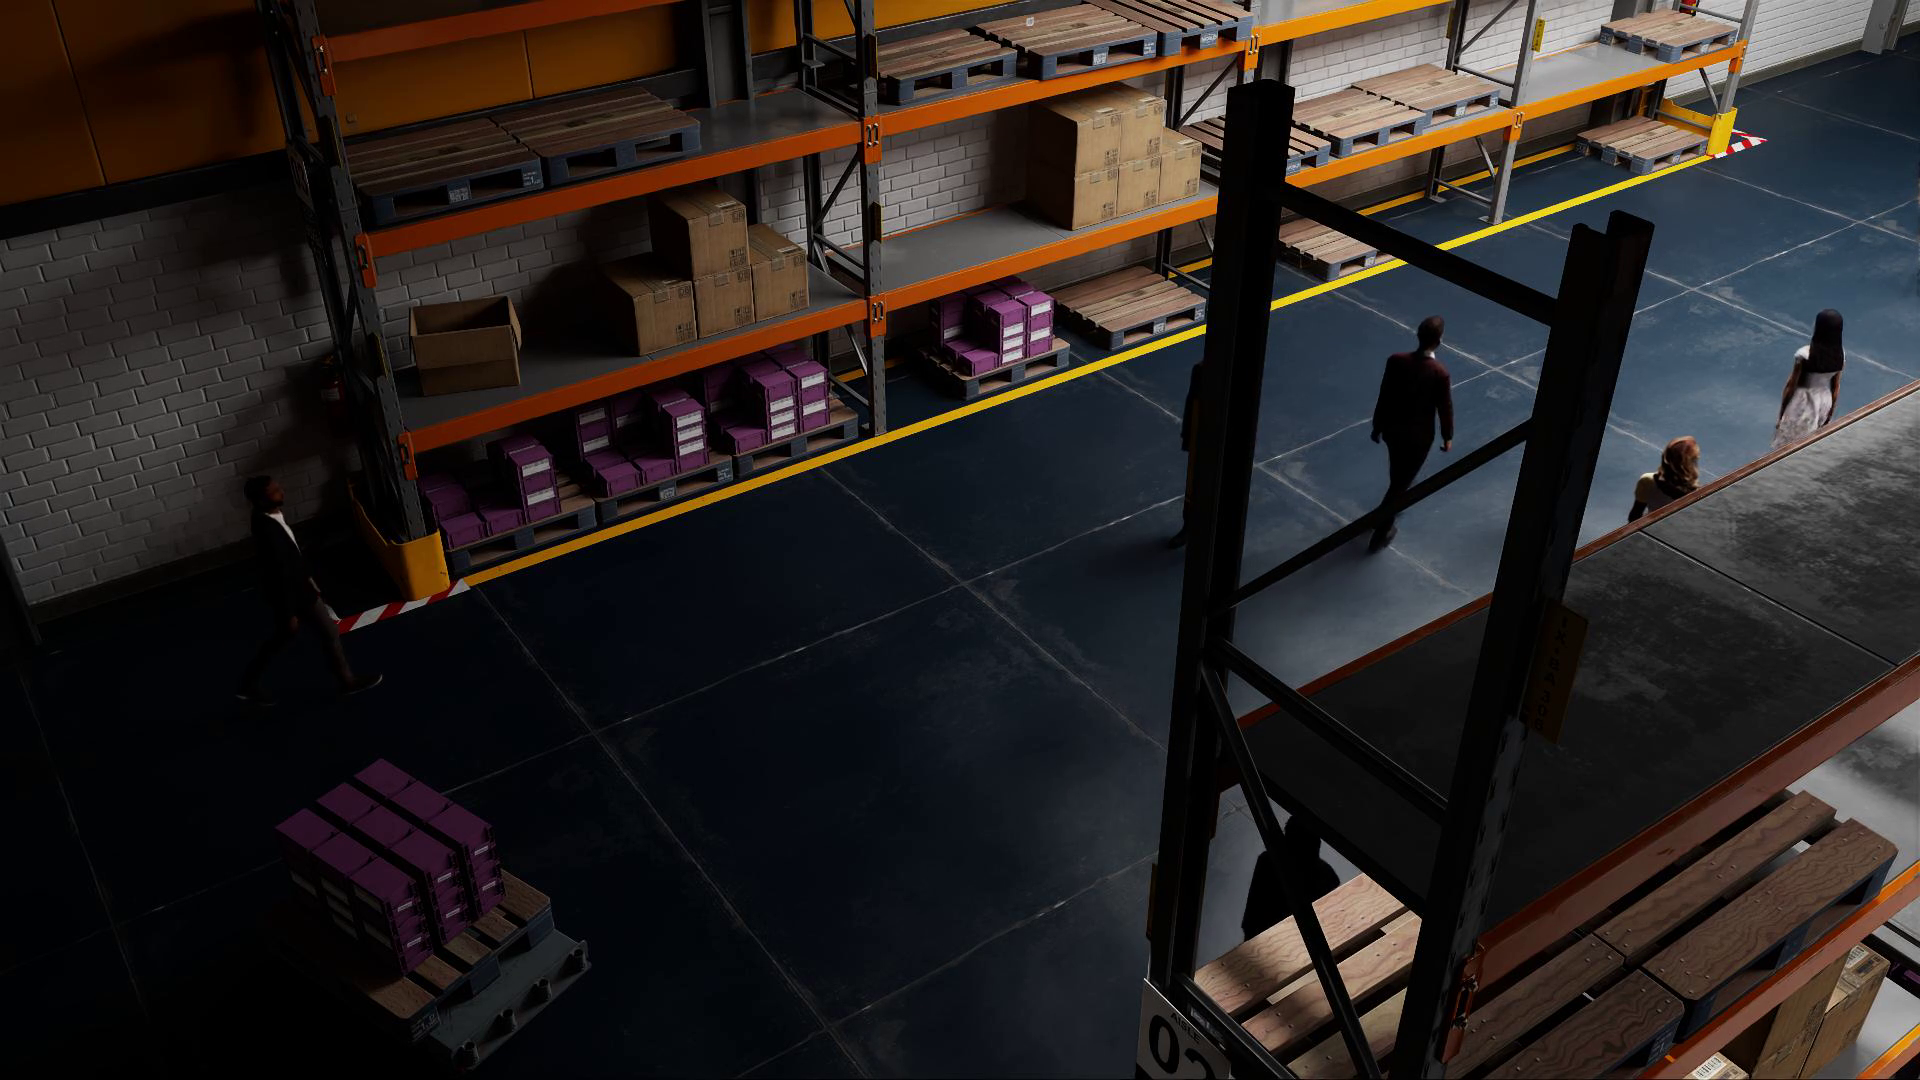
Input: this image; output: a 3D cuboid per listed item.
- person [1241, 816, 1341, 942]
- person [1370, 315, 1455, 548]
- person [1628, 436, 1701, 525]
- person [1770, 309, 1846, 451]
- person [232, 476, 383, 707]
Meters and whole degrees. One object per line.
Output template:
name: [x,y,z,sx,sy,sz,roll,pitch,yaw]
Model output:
person: [1.641,2.038,8.446,0.759,1.608,0.845,17,37,24]
person: [3.325,-0.766,12.470,0.907,1.822,1.212,25,41,32]
person: [4.742,0.071,11.301,0.680,1.723,0.635,24,40,31]
person: [6.474,-0.860,12.687,1.126,1.737,0.976,-4,34,-6]
person: [-4.445,0.376,10.801,1.161,1.767,0.702,-19,38,-26]
